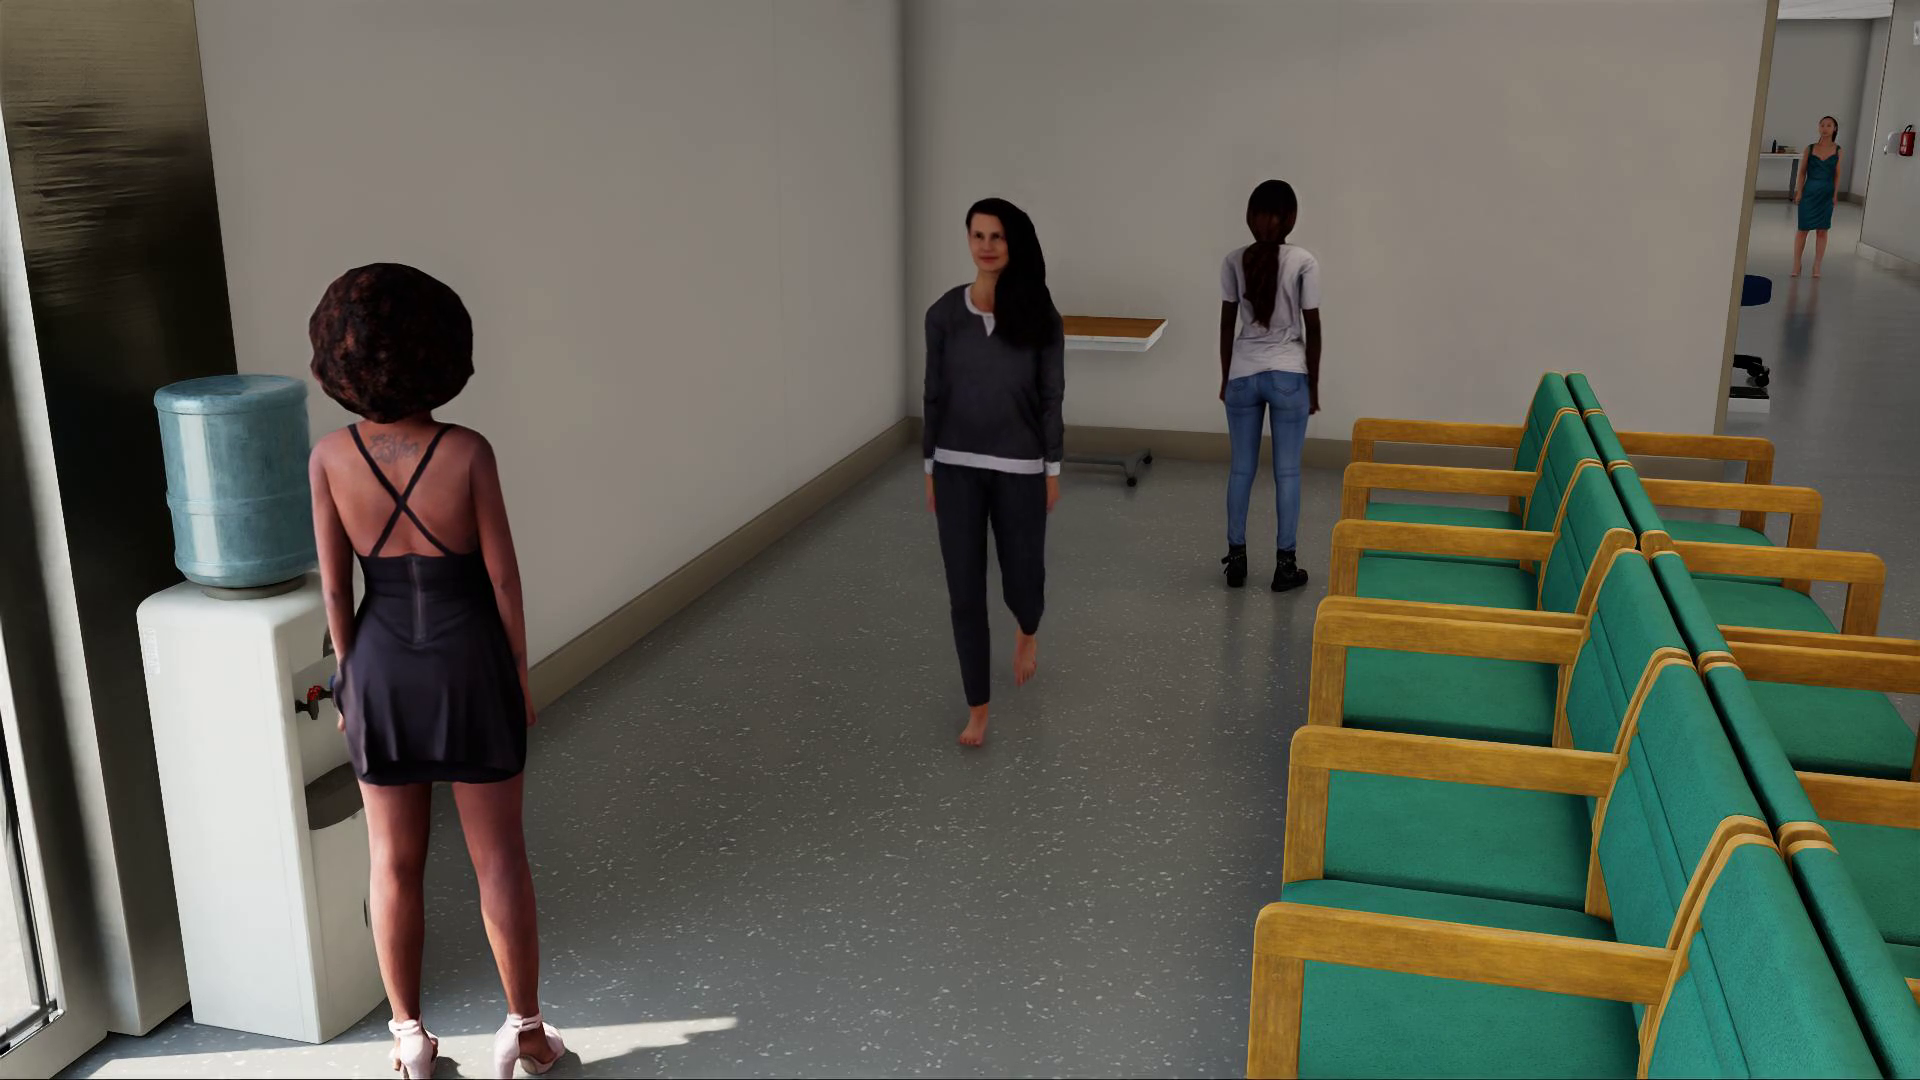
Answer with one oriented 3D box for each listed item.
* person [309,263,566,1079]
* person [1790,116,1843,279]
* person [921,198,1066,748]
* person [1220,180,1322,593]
[{"bbox_3d":[-1.084,0.330,3.421,0.579,1.789,0.693,-1,16,-5],"label":"person"},{"bbox_3d":[9.132,-3.646,17.712,0.480,1.687,0.654,7,17,25],"label":"person"},{"bbox_3d":[0.106,-0.229,5.466,0.814,1.754,0.726,2,16,9],"label":"person"},{"bbox_3d":[1.298,-0.648,7.020,0.511,1.719,0.682,7,17,24],"label":"person"}]
